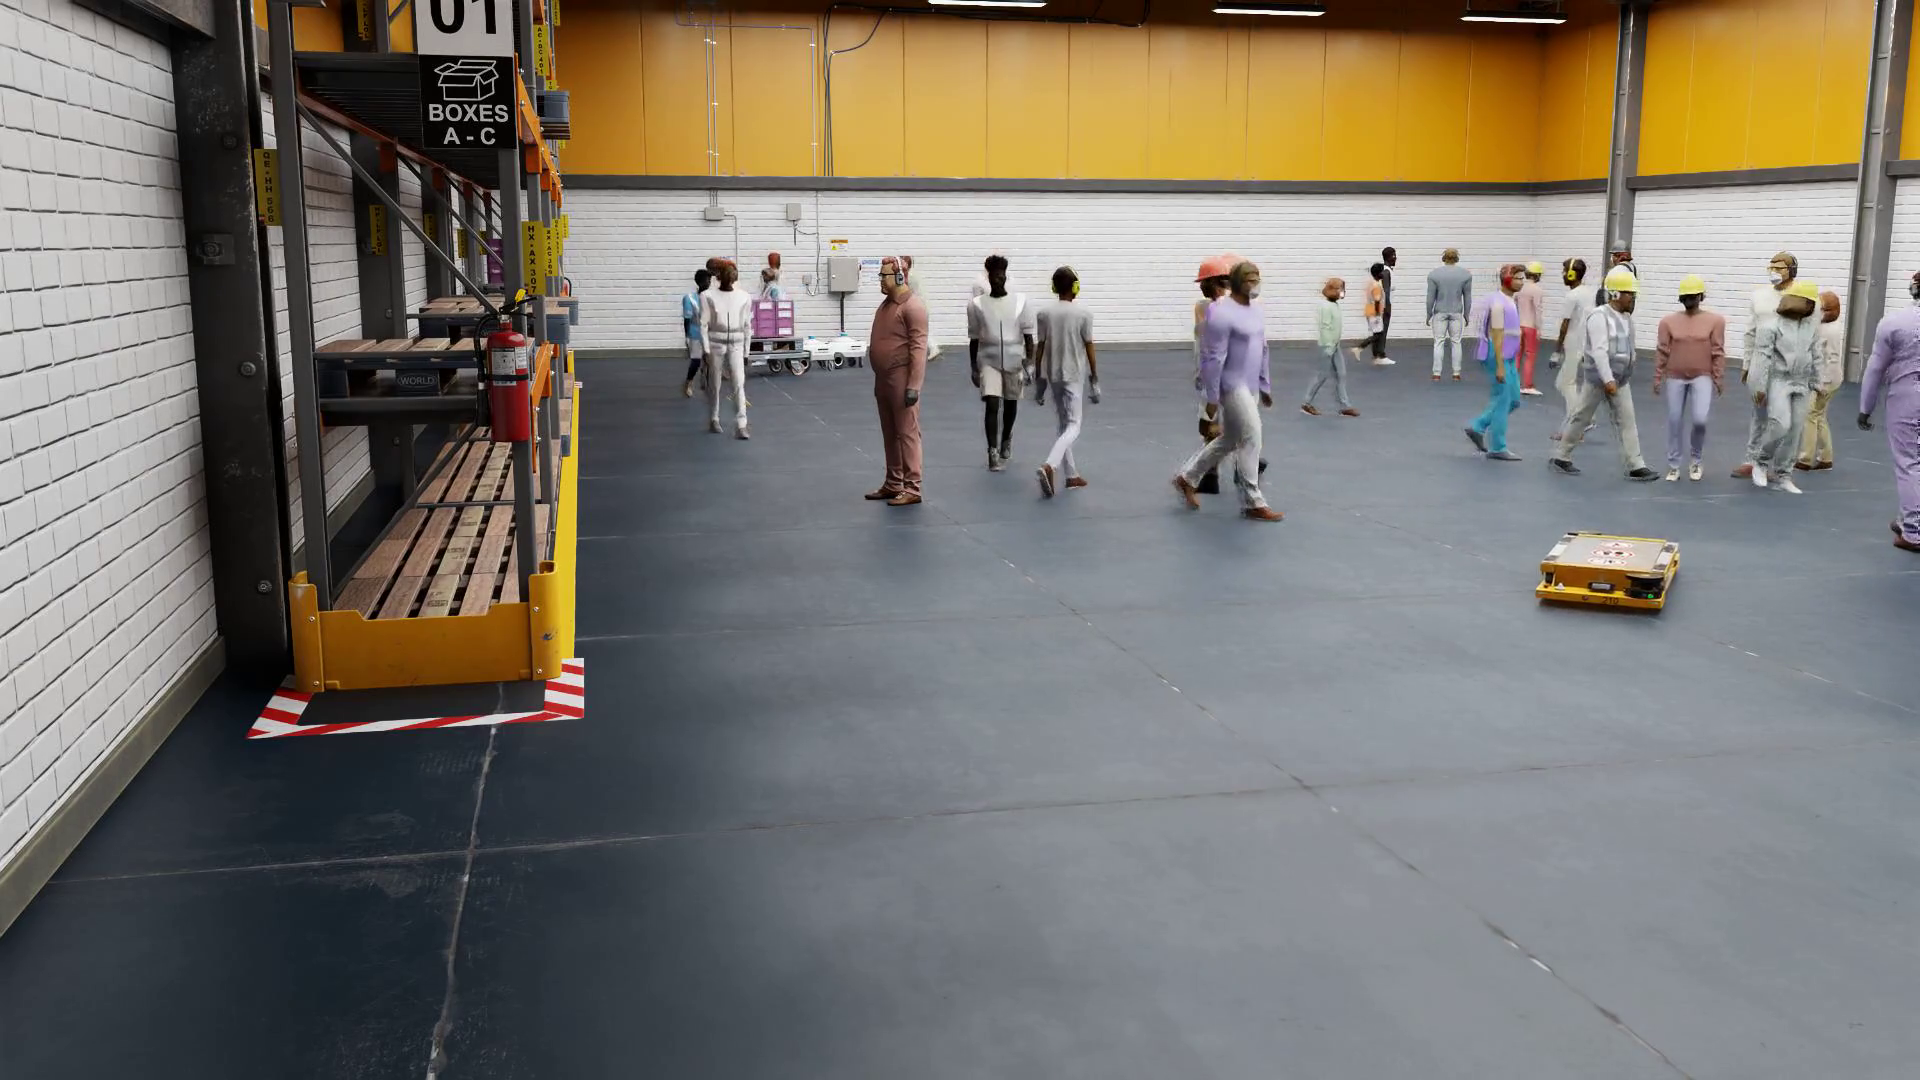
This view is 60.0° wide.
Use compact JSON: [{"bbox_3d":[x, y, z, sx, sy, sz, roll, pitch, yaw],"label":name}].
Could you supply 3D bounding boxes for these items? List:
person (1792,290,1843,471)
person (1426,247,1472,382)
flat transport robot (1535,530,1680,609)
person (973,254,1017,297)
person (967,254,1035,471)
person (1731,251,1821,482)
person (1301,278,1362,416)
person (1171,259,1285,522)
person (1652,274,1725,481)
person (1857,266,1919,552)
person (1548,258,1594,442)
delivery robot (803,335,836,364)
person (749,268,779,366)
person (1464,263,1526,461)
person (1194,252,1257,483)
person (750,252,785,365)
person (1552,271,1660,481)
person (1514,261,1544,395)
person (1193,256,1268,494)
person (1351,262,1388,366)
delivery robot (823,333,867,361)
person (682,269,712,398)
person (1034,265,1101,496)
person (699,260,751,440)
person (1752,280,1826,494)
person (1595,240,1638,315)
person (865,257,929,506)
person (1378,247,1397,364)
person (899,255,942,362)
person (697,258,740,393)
[{"bbox_3d":[7.511,-1.383,14.587,0.466,1.607,0.554,2,11,13],"label":"person"},{"bbox_3d":[7.034,-3.245,23.966,0.635,1.937,0.352,2,10,8],"label":"person"},{"bbox_3d":[3.818,0.156,9.743,0.652,0.197,1.431,5,11,26],"label":"flat transport robot"},{"bbox_3d":[0.488,-3.009,22.906,0.657,1.860,1.008,-5,11,-27],"label":"person"},{"bbox_3d":[0.365,-1.621,15.047,0.601,1.921,1.001,-1,10,-3],"label":"person"},{"bbox_3d":[6.914,-1.463,14.098,0.373,1.940,0.629,-6,12,-31],"label":"person"},{"bbox_3d":[4.304,-2.233,19.279,0.698,1.606,0.517,6,12,32],"label":"person"},{"bbox_3d":[1.978,-1.108,12.244,0.939,1.910,0.629,7,13,36],"label":"person"},{"bbox_3d":[6.114,-1.349,13.984,0.552,1.749,0.439,6,12,29],"label":"person"},{"bbox_3d":[6.344,-0.894,11.101,0.678,1.872,0.865,1,10,6],"label":"person"},{"bbox_3d":[6.175,-1.909,16.815,0.383,1.850,0.528,8,13,36],"label":"person"},{"bbox_3d":[-2.300,-2.940,25.852,0.707,0.478,0.477,-5,11,-26],"label":"delivery robot"},{"bbox_3d":[-3.032,-3.643,27.123,0.839,1.598,0.529,-4,11,-21],"label":"person"},{"bbox_3d":[5.011,-1.651,15.436,0.472,1.826,0.573,6,12,31],"label":"person"},{"bbox_3d":[2.240,-1.440,13.988,0.542,1.931,0.376,3,11,17],"label":"person"},{"bbox_3d":[-3.094,-3.795,27.315,0.581,1.845,0.975,7,12,33],"label":"person"},{"bbox_3d":[5.523,-1.396,14.204,0.591,1.785,0.972,-7,12,-32],"label":"person"},{"bbox_3d":[7.526,-2.802,22.001,0.330,1.765,0.533,-4,11,-21],"label":"person"},{"bbox_3d":[2.120,-1.288,13.198,0.621,1.914,0.549,5,11,25],"label":"person"},{"bbox_3d":[6.652,-3.638,26.844,0.548,1.679,0.542,1,10,4],"label":"person"},{"bbox_3d":[-1.843,-3.062,26.527,0.707,0.478,0.477,-6,12,-29],"label":"delivery robot"},{"bbox_3d":[-3.220,-2.537,20.729,0.545,1.685,0.543,-6,12,-30],"label":"person"},{"bbox_3d":[0.835,-1.281,13.385,0.521,1.846,0.858,7,12,33],"label":"person"},{"bbox_3d":[-2.443,-1.985,17.293,0.571,1.843,0.990,-3,11,-19],"label":"person"},{"bbox_3d":[6.695,-1.225,13.394,0.494,1.721,0.348,-2,10,-13],"label":"person"},{"bbox_3d":[9.527,-3.342,24.223,0.539,2.000,0.688,9,13,40],"label":"person"},{"bbox_3d":[-0.504,-1.225,12.863,0.409,1.907,0.651,-6,12,-29],"label":"person"},{"bbox_3d":[7.033,-3.882,27.552,0.392,1.920,0.588,1,10,7],"label":"person"},{"bbox_3d":[-0.736,-3.831,27.622,0.852,1.801,0.652,1,10,4],"label":"person"},{"bbox_3d":[-3.218,-2.876,22.313,0.614,1.805,0.950,-6,12,-28],"label":"person"}]
